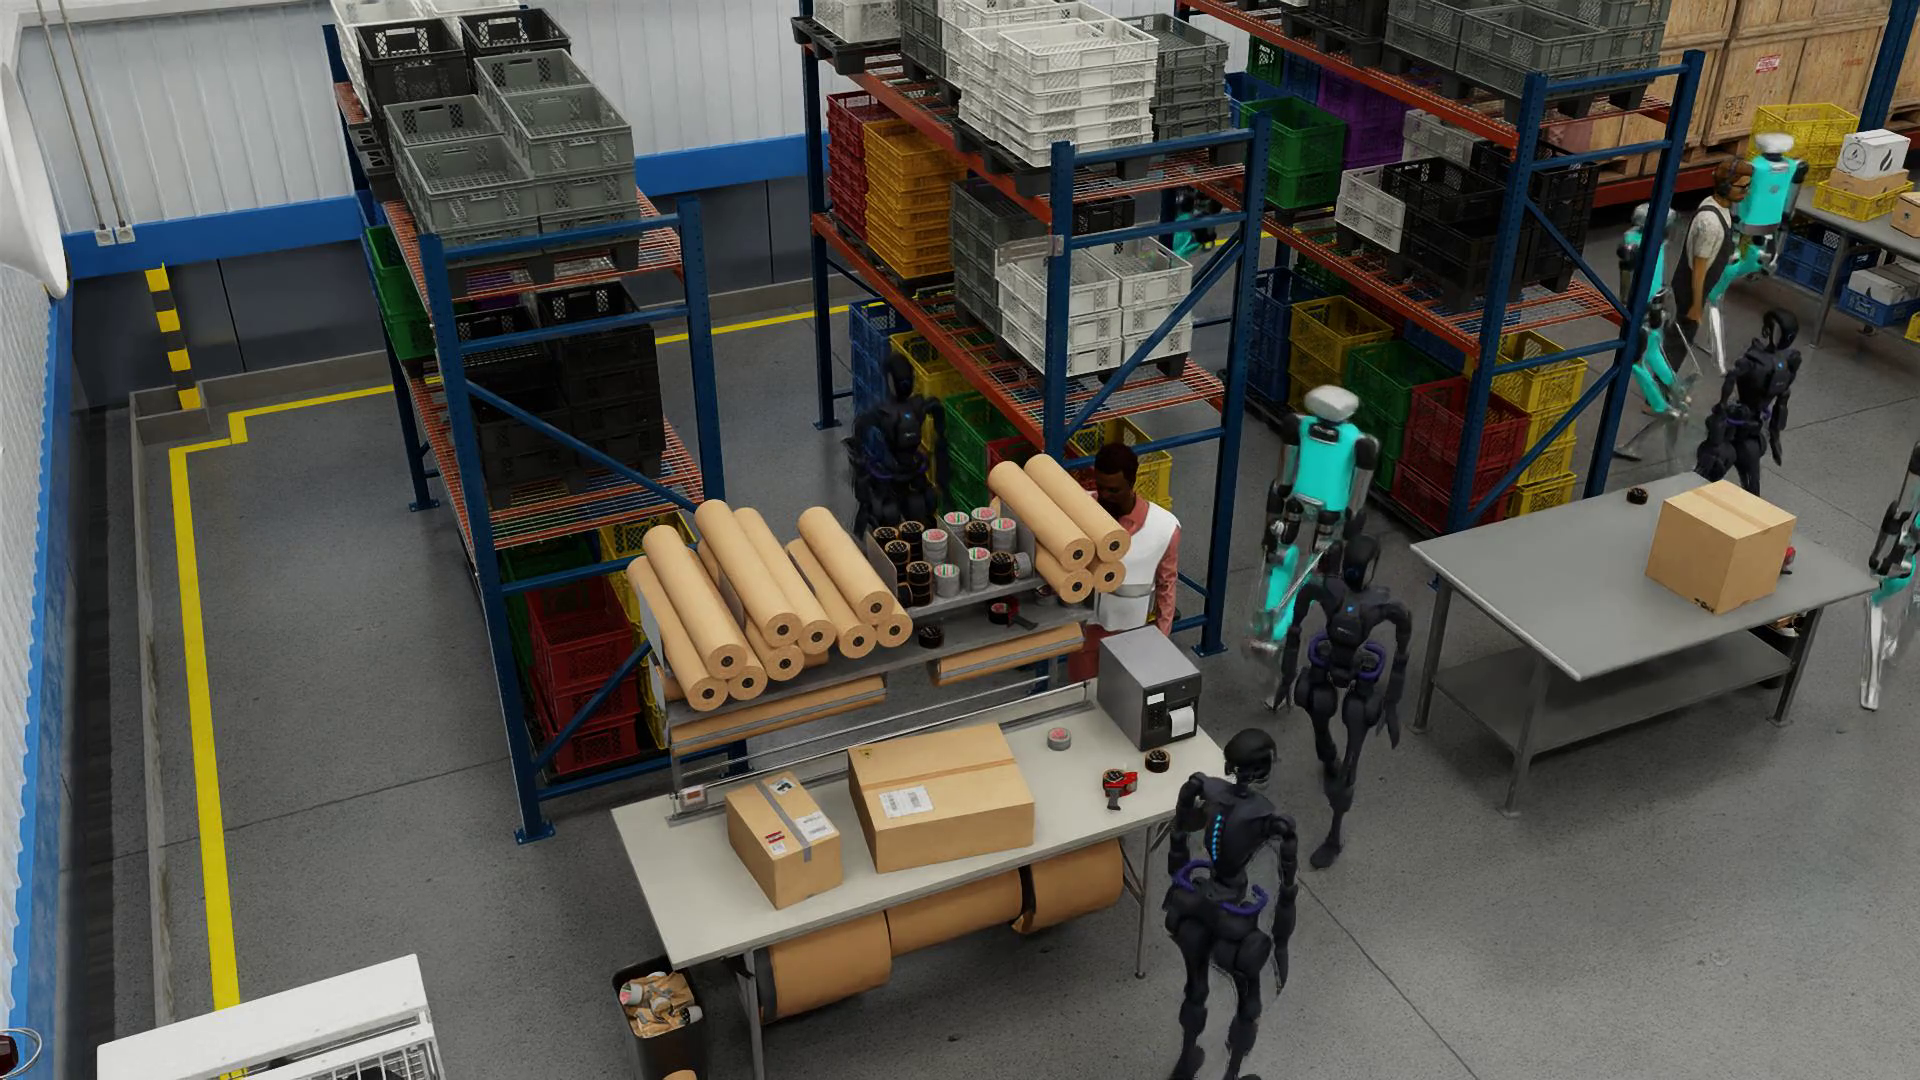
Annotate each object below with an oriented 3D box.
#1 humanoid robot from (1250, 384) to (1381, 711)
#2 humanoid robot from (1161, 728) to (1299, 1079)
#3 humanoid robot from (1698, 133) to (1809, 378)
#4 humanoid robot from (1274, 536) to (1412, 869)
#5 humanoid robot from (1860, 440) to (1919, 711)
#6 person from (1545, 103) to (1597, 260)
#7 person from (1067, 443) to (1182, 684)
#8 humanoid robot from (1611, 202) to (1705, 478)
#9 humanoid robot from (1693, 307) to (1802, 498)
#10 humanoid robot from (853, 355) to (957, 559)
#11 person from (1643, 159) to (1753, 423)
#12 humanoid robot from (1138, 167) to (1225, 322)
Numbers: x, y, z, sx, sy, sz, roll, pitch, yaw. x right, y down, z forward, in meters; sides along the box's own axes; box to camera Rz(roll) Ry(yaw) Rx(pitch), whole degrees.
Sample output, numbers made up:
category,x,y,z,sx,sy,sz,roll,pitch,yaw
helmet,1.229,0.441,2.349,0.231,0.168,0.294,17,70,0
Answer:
category,x,y,z,sx,sy,sz,roll,pitch,yaw
humanoid robot,1.640,0.168,8.341,0.558,1.811,0.818,24,39,34
humanoid robot,0.989,1.431,6.315,0.587,1.641,0.413,24,39,33
humanoid robot,5.599,-2.104,12.002,0.547,1.788,0.803,-3,32,-5
humanoid robot,1.755,0.657,7.601,0.600,1.628,0.764,14,34,21
humanoid robot,4.947,0.089,8.522,0.556,1.877,0.797,14,34,22
person,4.947,-3.072,13.539,0.521,1.762,0.335,-23,38,-32
person,0.703,0.380,7.780,0.595,1.916,0.371,10,33,16
humanoid robot,4.504,-1.170,10.549,0.869,1.861,0.553,23,39,33
humanoid robot,4.512,-0.558,9.538,0.593,1.638,0.612,-14,34,-21
humanoid robot,-0.342,-0.303,9.151,0.603,1.630,0.725,-14,34,-22
person,4.965,-1.675,11.201,0.338,1.839,0.503,14,34,22
humanoid robot,1.528,-2.310,12.352,0.931,1.799,0.559,-12,34,-19
